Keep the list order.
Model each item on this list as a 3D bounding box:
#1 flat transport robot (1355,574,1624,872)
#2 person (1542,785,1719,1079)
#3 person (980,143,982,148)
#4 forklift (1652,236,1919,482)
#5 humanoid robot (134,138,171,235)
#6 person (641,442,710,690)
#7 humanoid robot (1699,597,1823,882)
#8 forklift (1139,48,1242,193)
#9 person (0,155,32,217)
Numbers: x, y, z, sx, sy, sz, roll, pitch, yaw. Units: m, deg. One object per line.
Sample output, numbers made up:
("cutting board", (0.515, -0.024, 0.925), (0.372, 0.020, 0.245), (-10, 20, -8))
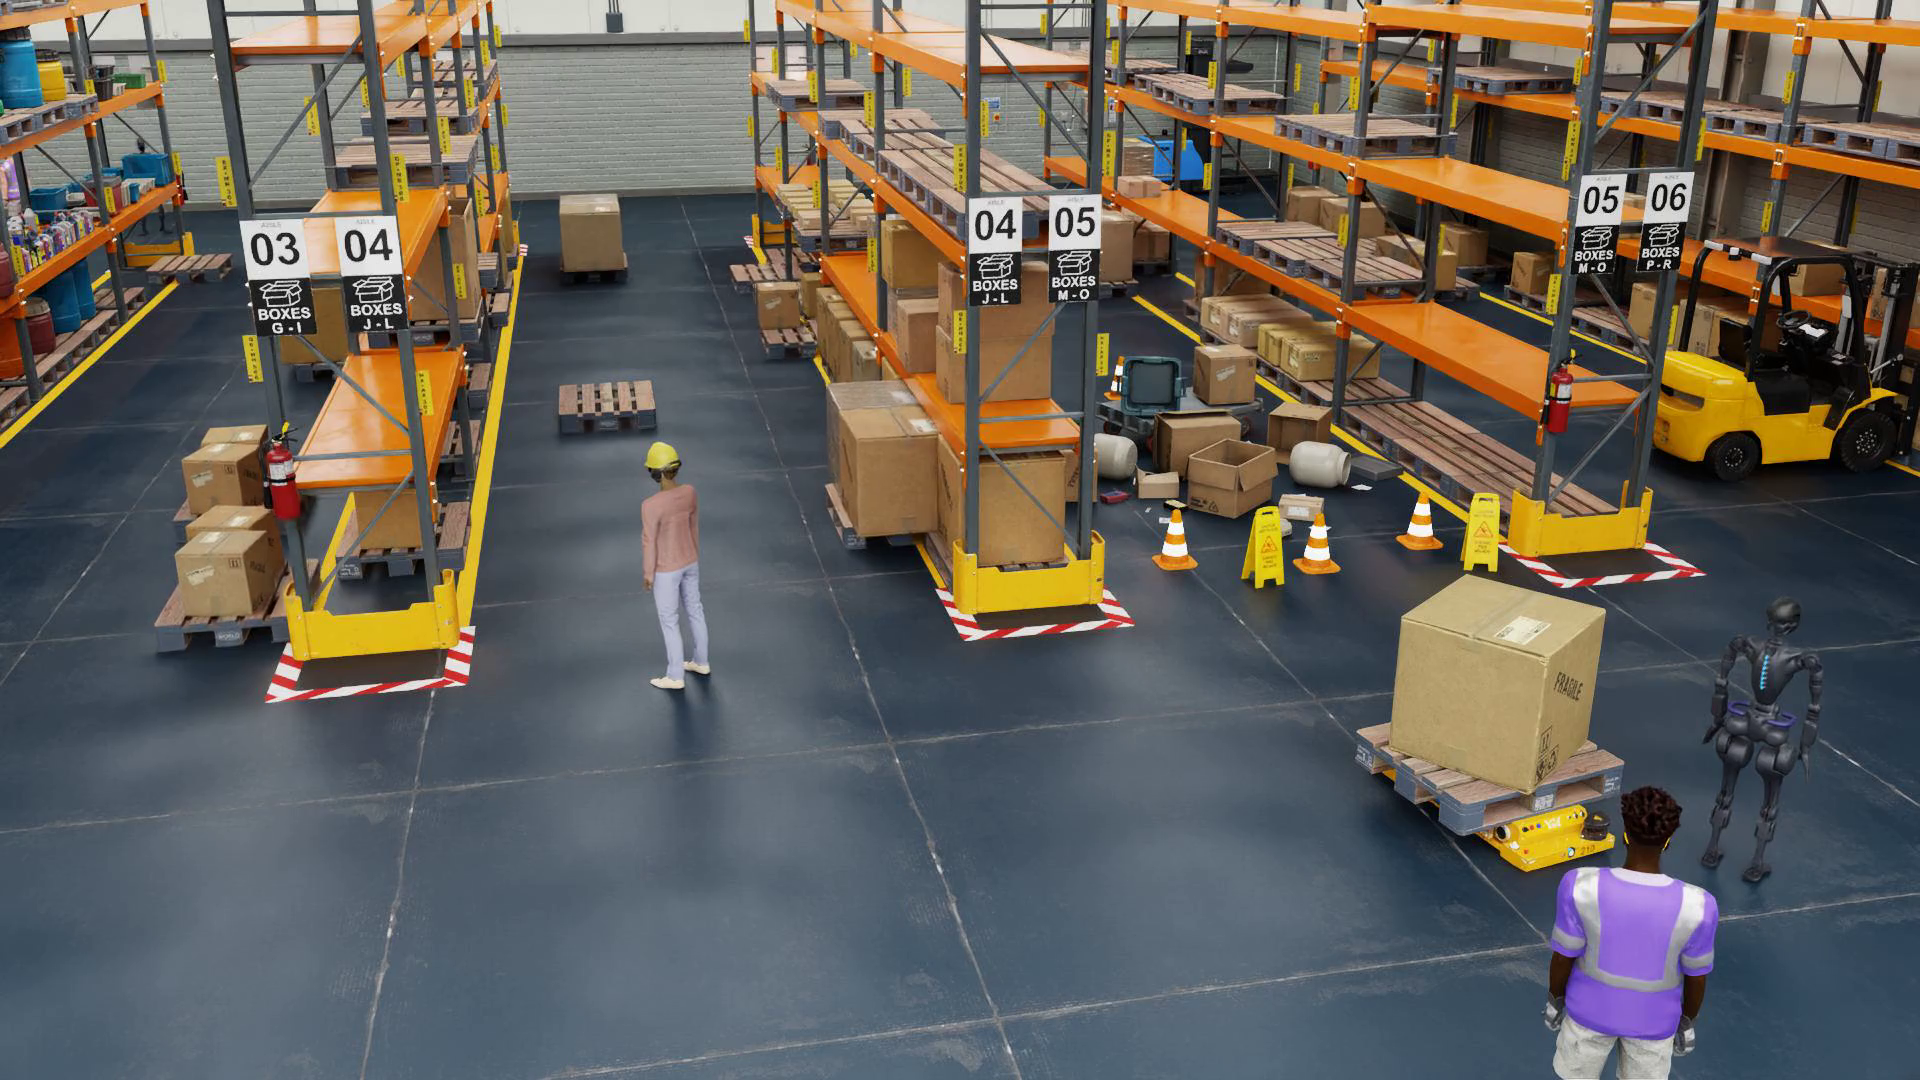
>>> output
("flat transport robot", (3.179, 1.533, 10.075), (0.659, 0.231, 1.431), (-9, 22, -23))
("person", (2.663, 1.882, 6.701), (0.605, 1.966, 0.368), (7, 21, 17))
("person", (0.260, -6.998, 30.989), (0.321, 1.698, 0.536), (-1, 20, -2))
("forklift", (8.013, -1.814, 16.330), (2.313, 2.155, 1.214), (-4, 21, -12))
("humanoid robot", (-13.930, -6.070, 28.524), (0.606, 1.635, 0.367), (-11, 23, -27))
("person", (-2.019, 0.173, 11.608), (0.344, 1.759, 0.516), (12, 24, 29))
("humanoid robot", (4.437, 1.087, 9.245), (0.593, 1.654, 0.326), (18, 27, 39))
("forklift", (4.566, -8.313, 32.860), (1.873, 2.768, 1.129), (-4, 21, -12))
("person", (-15.370, -5.566, 27.156), (0.349, 1.688, 0.489), (11, 23, 27))
